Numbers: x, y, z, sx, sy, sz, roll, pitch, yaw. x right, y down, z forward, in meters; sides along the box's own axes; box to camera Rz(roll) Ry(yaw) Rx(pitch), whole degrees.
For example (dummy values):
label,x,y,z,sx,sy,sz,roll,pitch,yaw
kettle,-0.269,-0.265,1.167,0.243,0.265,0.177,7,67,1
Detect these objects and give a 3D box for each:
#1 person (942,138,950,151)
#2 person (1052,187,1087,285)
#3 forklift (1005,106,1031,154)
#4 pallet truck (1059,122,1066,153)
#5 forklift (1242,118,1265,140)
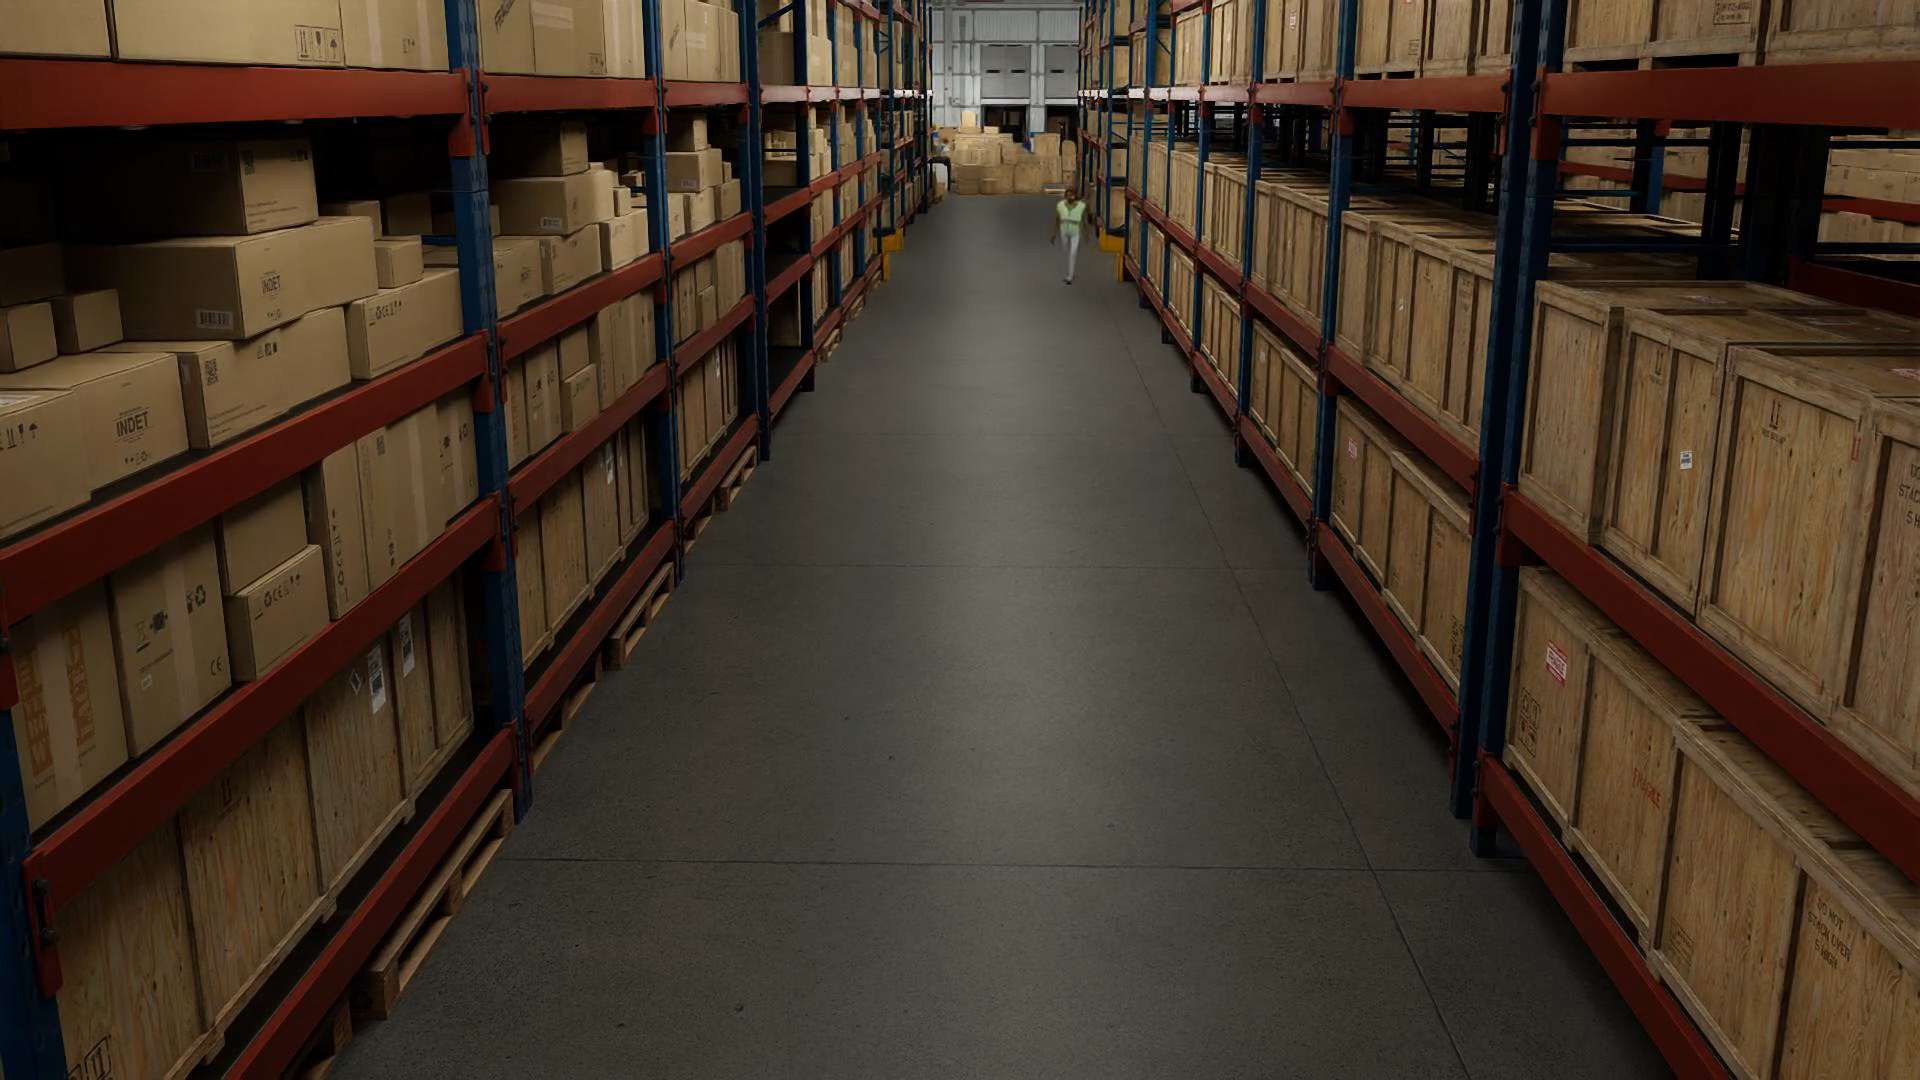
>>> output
label,x,y,z,sx,sy,sz,roll,pitch,yaw
person,-0.591,-16.305,70.820,0.388,1.623,0.536,8,17,29
person,2.053,-5.695,31.066,0.613,1.791,0.984,4,15,13
forklift,2.696,-20.064,82.443,1.129,2.768,1.873,-7,17,-24
pallet truck,5.788,-21.111,88.014,1.885,1.965,0.823,5,16,18
forklift,7.775,-9.900,44.625,1.129,2.768,1.873,0,15,2
